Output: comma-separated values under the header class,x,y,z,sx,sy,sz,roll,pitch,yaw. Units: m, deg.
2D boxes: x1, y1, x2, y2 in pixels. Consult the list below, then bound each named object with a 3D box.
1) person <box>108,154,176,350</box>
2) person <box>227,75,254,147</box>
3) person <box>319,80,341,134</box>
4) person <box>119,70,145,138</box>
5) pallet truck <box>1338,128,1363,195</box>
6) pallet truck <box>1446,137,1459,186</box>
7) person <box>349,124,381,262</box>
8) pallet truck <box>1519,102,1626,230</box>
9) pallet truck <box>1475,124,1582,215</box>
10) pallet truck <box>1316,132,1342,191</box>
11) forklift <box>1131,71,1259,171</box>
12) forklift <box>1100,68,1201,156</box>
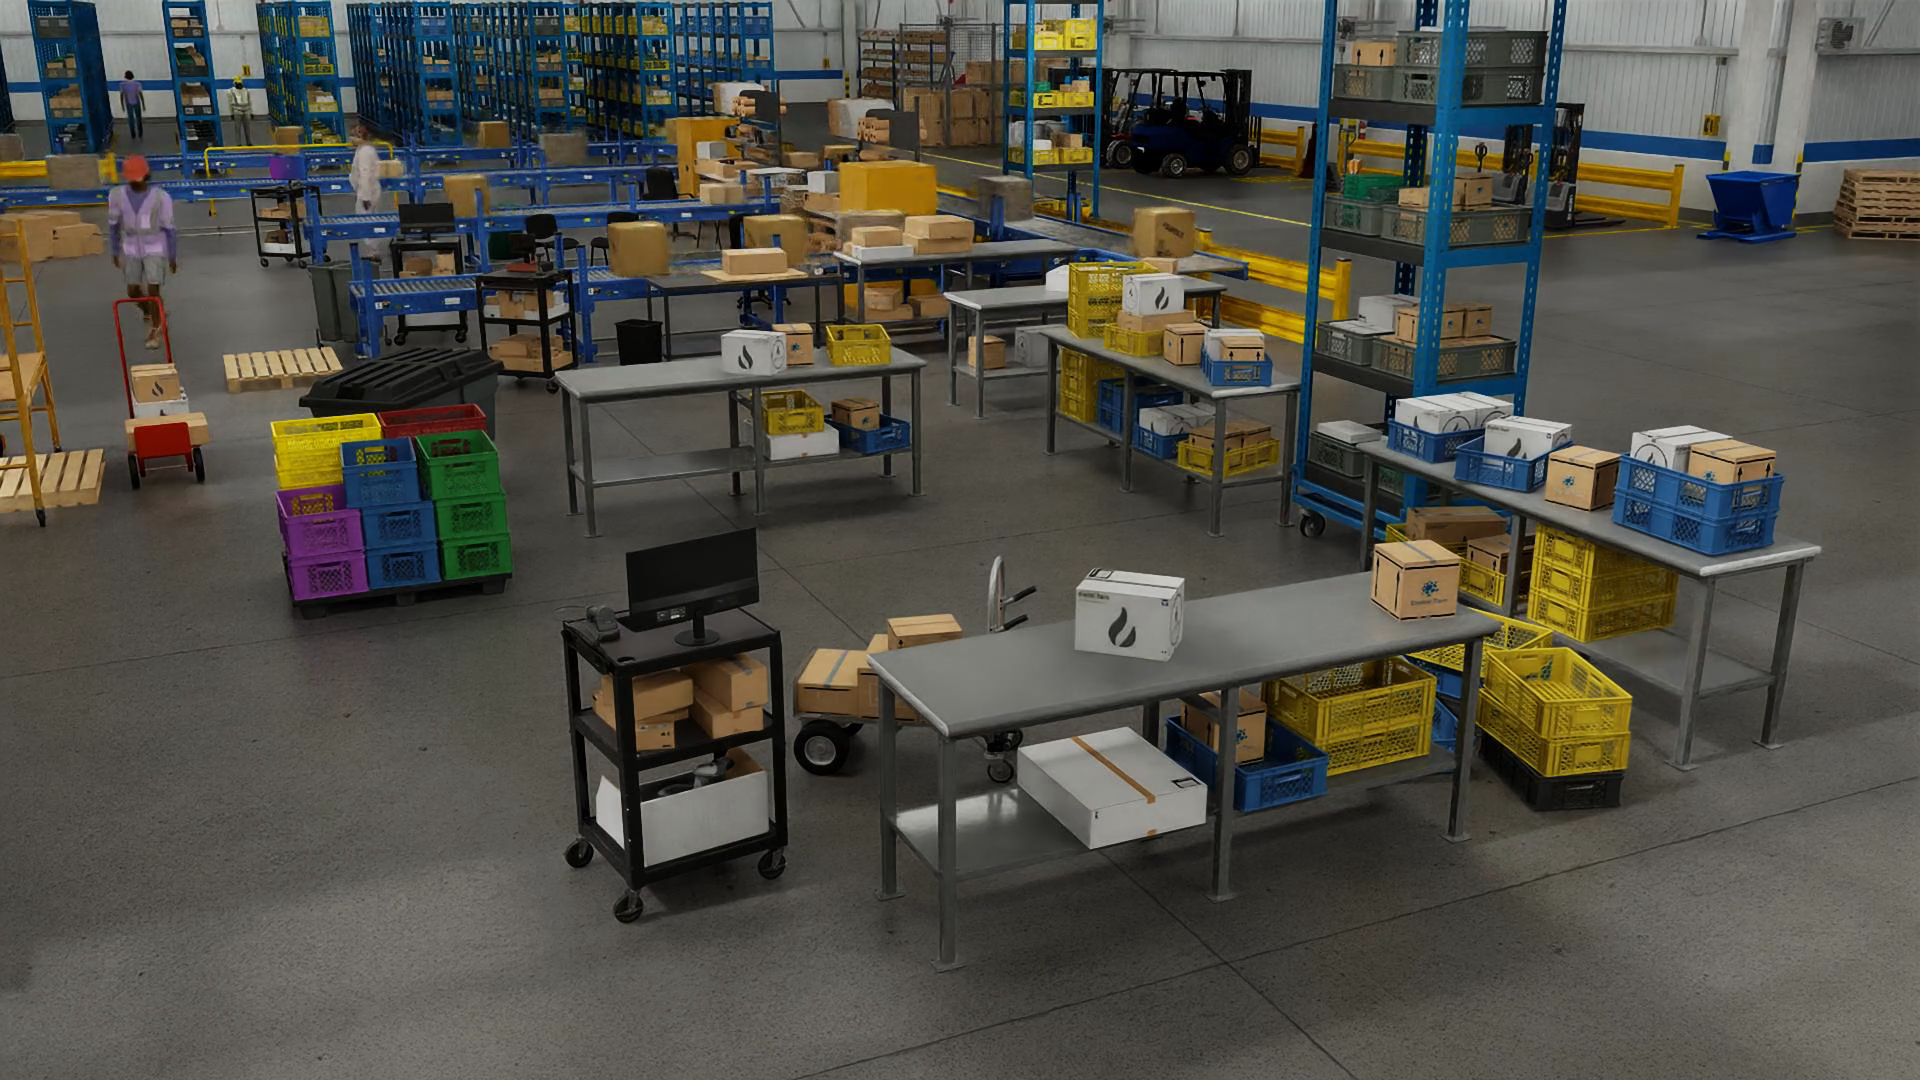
class,x,y,z,sx,sy,sz,roll,pitch,yaw
person,-8.333,-2.937,17.003,0.663,2.006,0.593,-2,18,-8
person,-18.294,-10.898,42.363,0.591,1.834,0.404,-16,24,-42
person,-17.011,-11.772,44.890,0.609,1.969,0.456,-3,18,-9
person,-23.030,-12.141,46.304,0.586,1.830,0.741,-8,19,-24
pallet truck,7.845,-7.140,31.411,1.522,1.261,0.704,-9,20,-25
pallet truck,9.184,-6.485,29.328,1.630,1.274,0.653,-8,19,-23
person,-8.188,-4.753,22.916,0.434,1.894,0.656,-3,18,-11
pallet truck,9.972,-6.037,26.785,1.885,1.965,0.823,-9,20,-25
pallet truck,9.707,-6.455,28.103,1.885,1.965,0.823,-7,19,-20
pallet truck,7.723,-7.504,32.656,1.601,1.201,0.680,-8,19,-23
forklift,4.998,-8.936,35.413,2.680,1.987,1.157,-9,20,-25
forklift,4.082,-9.564,37.410,2.680,1.987,1.157,-8,19,-23
